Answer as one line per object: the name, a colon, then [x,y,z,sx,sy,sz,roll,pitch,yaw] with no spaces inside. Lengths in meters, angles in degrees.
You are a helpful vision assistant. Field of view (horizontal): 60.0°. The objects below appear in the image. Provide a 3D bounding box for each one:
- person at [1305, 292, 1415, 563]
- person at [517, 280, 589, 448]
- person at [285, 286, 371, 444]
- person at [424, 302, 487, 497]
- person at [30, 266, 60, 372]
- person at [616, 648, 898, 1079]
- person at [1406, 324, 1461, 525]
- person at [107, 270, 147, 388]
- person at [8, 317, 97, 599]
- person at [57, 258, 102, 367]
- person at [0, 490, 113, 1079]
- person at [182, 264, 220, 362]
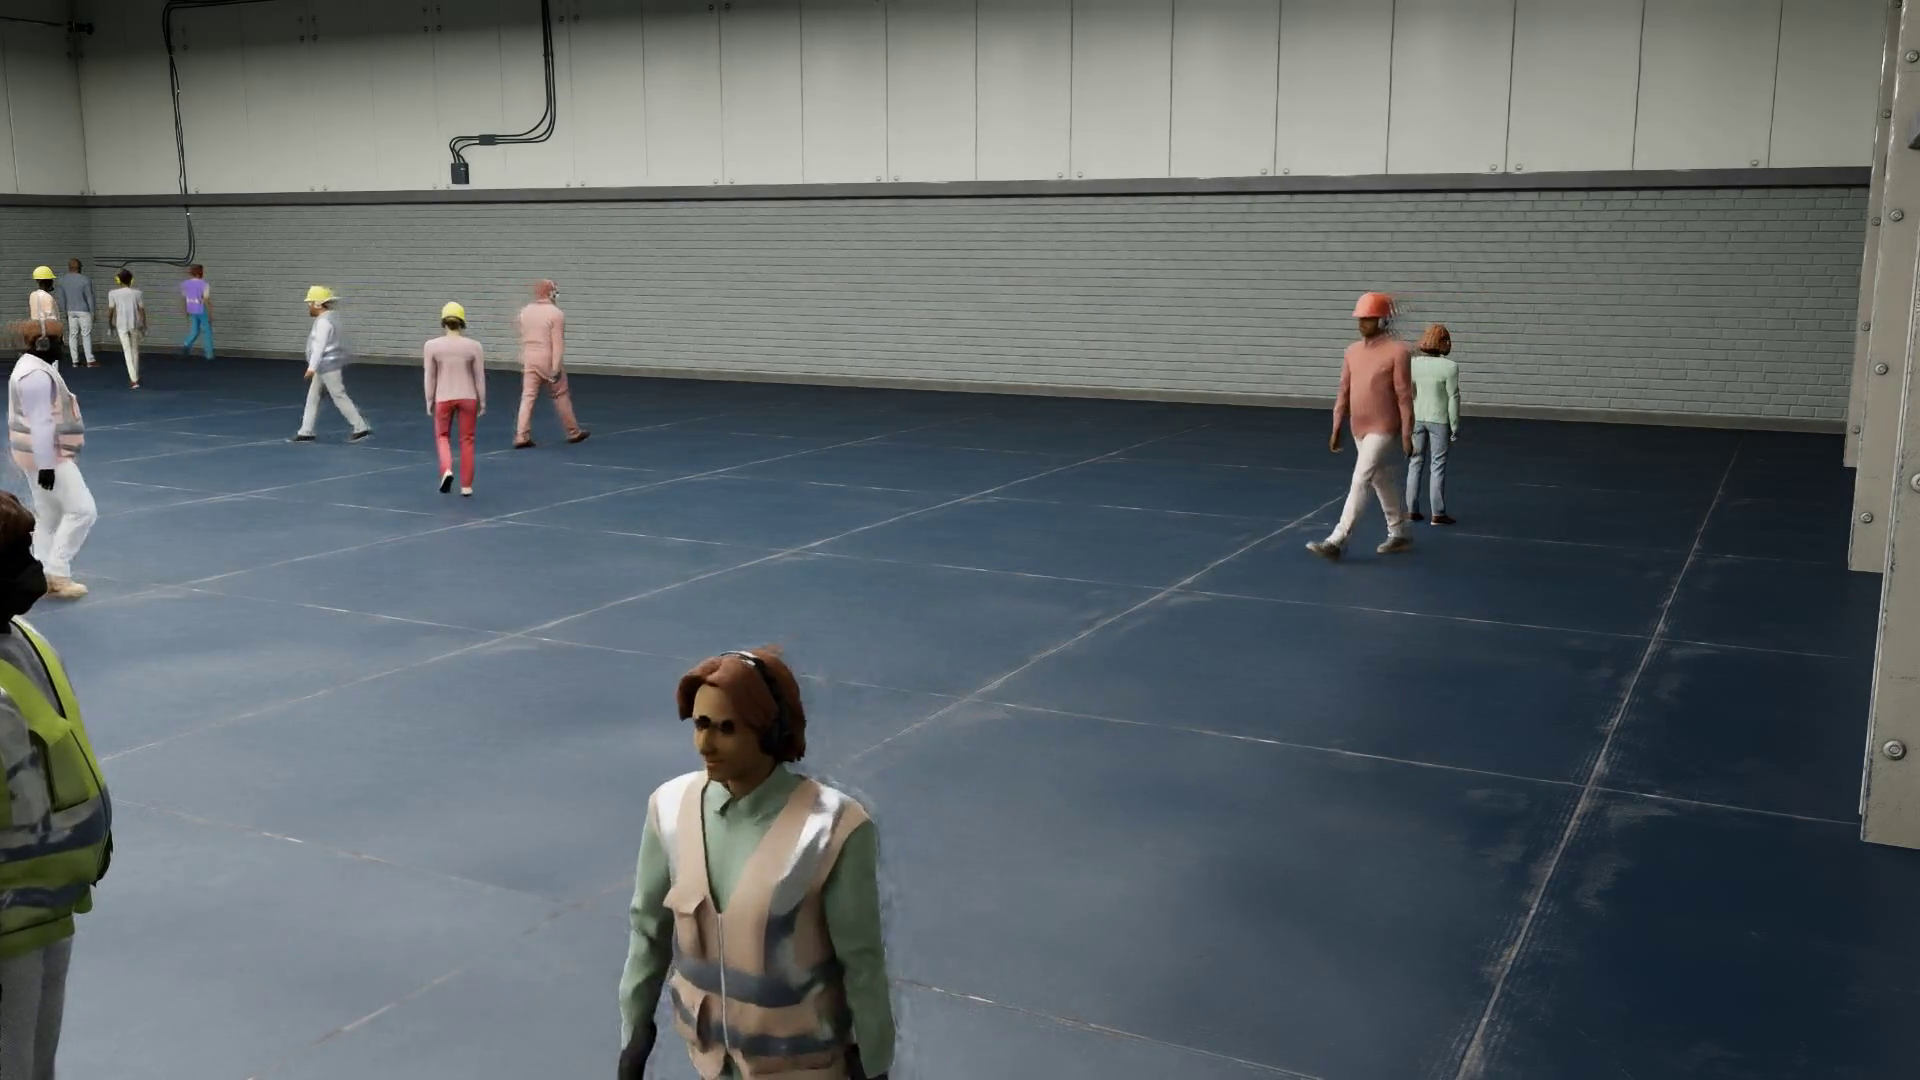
person: [2.947,-0.816,12.058,1.052,1.937,0.645,-5,12,-27]
person: [-4.626,-1.966,18.591,0.646,1.853,0.989,5,11,25]
person: [-7.160,-1.970,18.798,0.916,1.789,0.590,-4,11,-22]
person: [-4.530,-1.253,14.963,0.539,1.758,0.395,-3,11,-17]
person: [-12.453,-2.767,22.737,0.603,1.928,0.371,9,14,41]
person: [-0.427,0.997,3.105,0.538,1.590,0.854,6,12,31]
person: [3.856,-0.940,13.582,0.285,1.633,0.498,-9,14,-41]
person: [-12.919,-3.271,25.795,0.535,1.819,0.976,-7,13,-35]
person: [-5.850,-0.514,10.730,0.466,1.824,0.660,-6,12,-31]
person: [-15.737,-4.050,29.708,0.627,1.941,0.372,1,10,5]
person: [-2.025,0.798,3.536,0.430,1.845,0.622,-2,11,-13]
person: [-14.107,-4.196,30.797,0.586,1.826,0.711,3,11,16]
